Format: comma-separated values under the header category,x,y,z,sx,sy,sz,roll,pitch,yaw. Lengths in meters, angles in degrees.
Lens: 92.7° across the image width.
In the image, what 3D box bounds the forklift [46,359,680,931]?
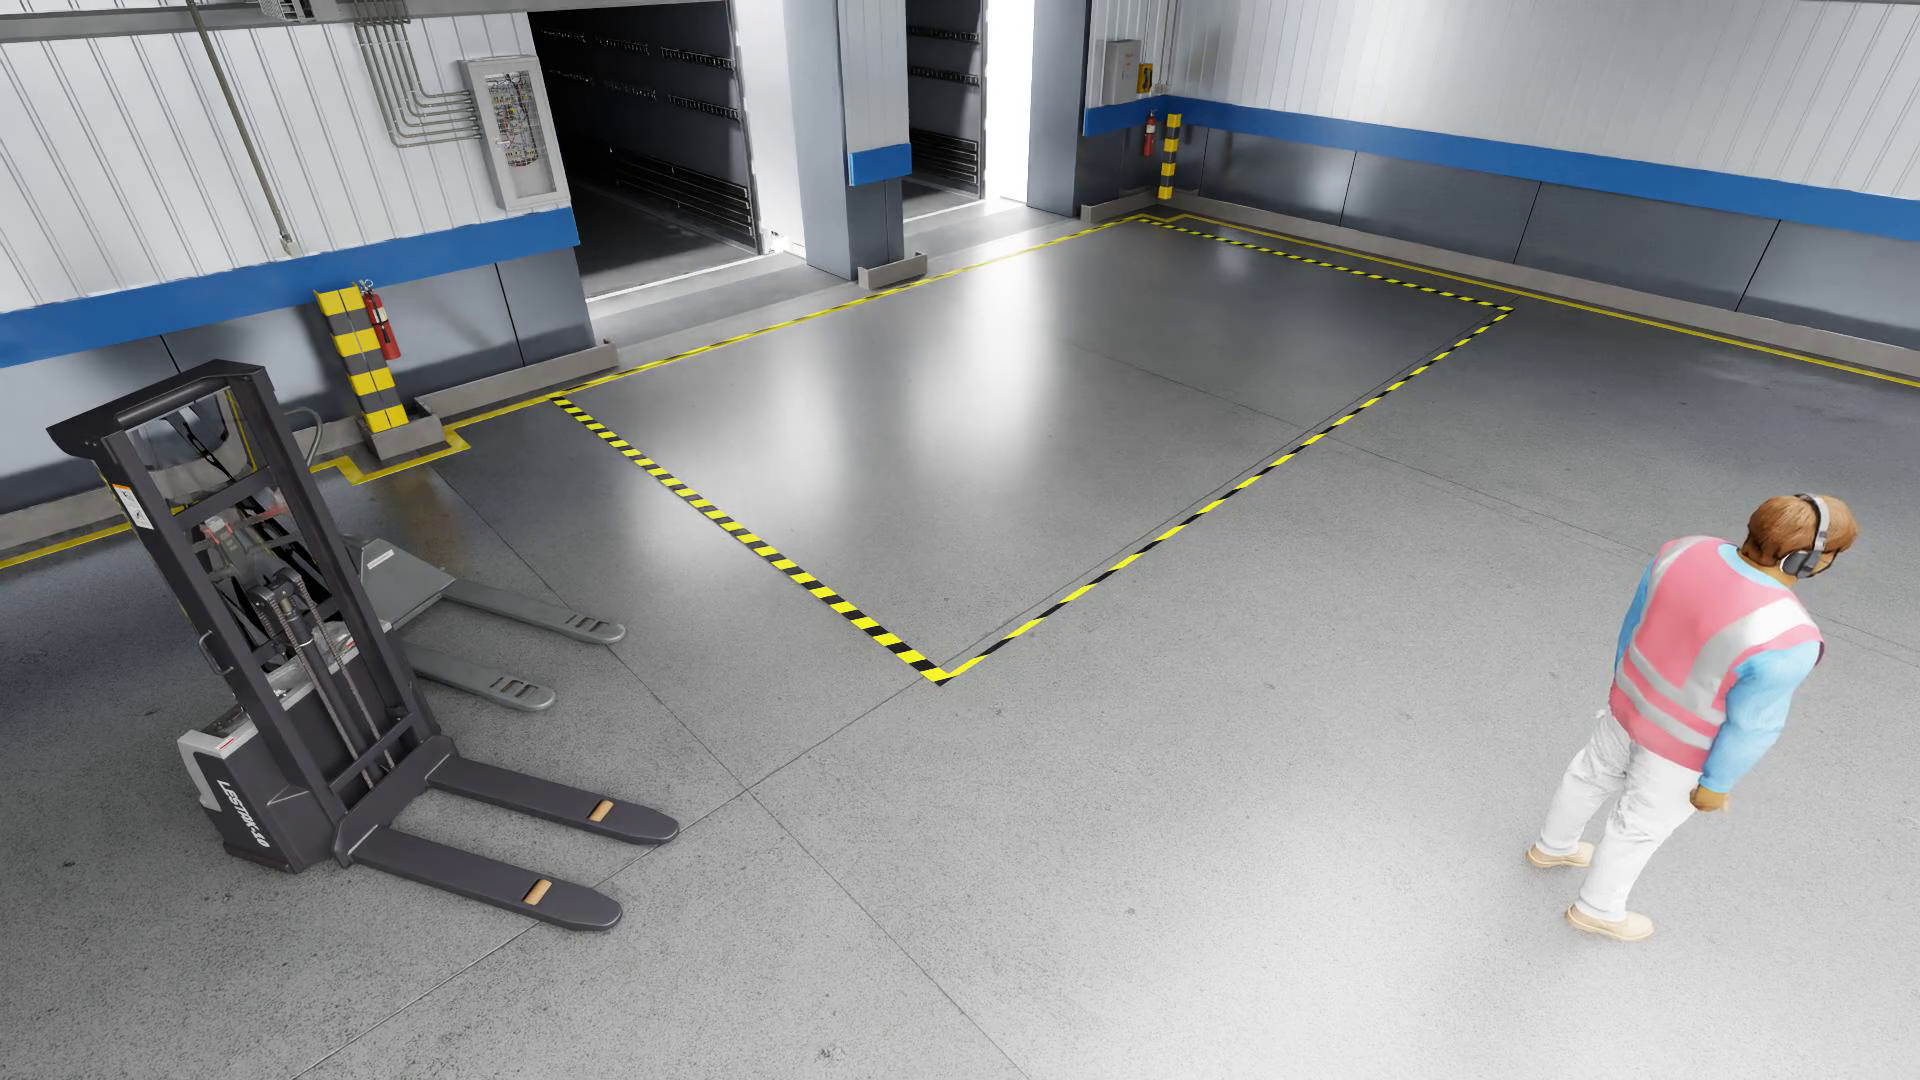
category,x,y,z,sx,sy,sz,roll,pitch,yaw
forklift,-2.135,0.422,3.354,1.885,1.965,0.823,10,35,14

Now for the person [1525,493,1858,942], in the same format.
category,x,y,z,sx,sy,sz,roll,pitch,yaw
person,2.480,0.637,3.175,0.431,1.843,0.622,1,34,2

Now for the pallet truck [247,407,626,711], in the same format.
category,x,y,z,sx,sy,sz,roll,pitch,yaw
pallet truck,-2.628,0.038,4.590,1.601,1.201,0.680,12,36,18
